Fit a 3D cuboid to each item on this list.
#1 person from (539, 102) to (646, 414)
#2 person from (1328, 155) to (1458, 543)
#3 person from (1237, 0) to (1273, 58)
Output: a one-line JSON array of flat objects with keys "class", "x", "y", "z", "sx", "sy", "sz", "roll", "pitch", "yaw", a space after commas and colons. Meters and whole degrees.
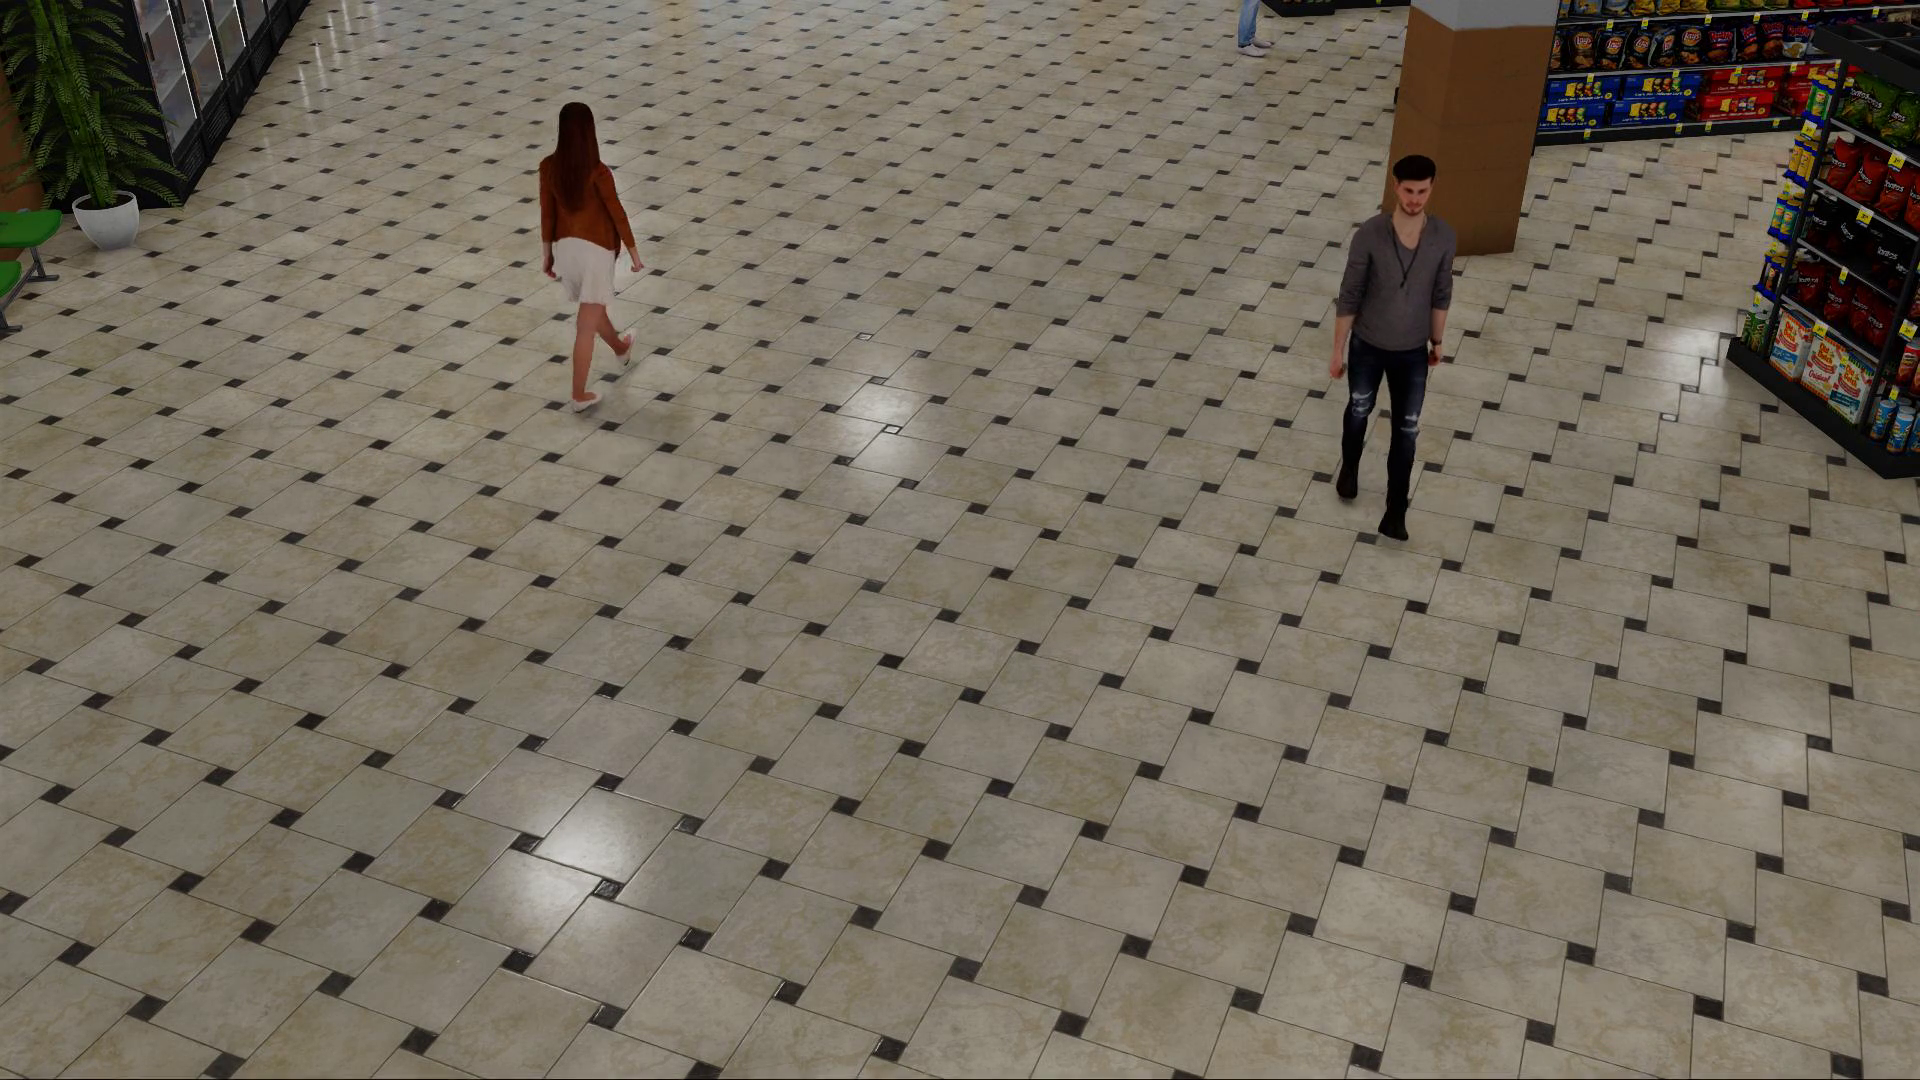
[{"class": "person", "x": -2.105, "y": -1.508, "z": 9.179, "sx": 1.127, "sy": 1.676, "sz": 1.066, "roll": 12, "pitch": 34, "yaw": 18}, {"class": "person", "x": 2.092, "y": -0.994, "z": 8.175, "sx": 1.181, "sy": 1.864, "sz": 1.005, "roll": 3, "pitch": 32, "yaw": 5}, {"class": "person", "x": 2.784, "y": -5.457, "z": 15.357, "sx": 0.731, "sy": 1.854, "sz": 0.735, "roll": 12, "pitch": 34, "yaw": 18}]
